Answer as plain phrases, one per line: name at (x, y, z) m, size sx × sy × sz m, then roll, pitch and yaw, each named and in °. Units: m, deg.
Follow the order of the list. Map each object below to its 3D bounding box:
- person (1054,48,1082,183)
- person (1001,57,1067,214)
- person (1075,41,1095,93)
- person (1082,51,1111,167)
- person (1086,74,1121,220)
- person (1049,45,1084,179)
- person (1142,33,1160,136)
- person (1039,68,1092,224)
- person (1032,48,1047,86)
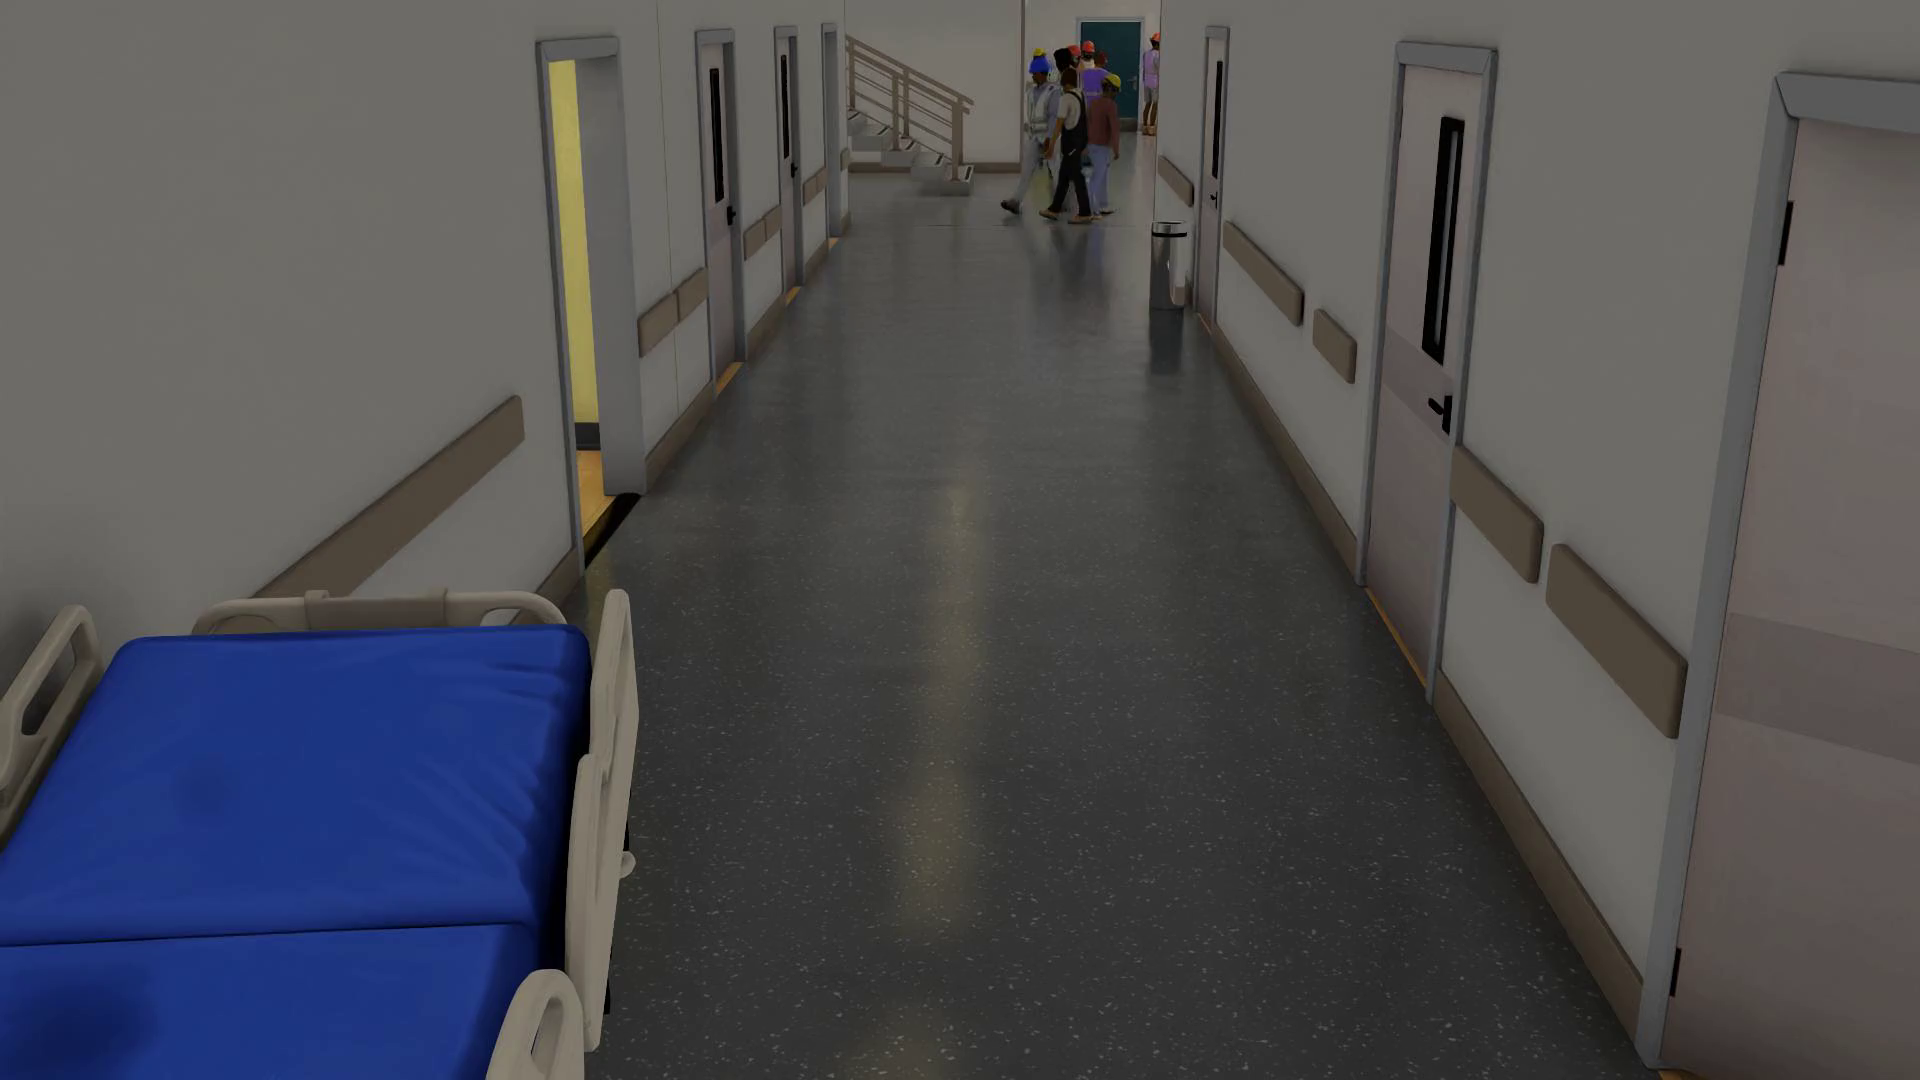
person at (1.585, -6.272, 24.580) m, size 0.474 × 1.937 × 0.629 m, roll -5°, pitch 18°, yaw -14°
person at (0.974, -5.002, 20.646) m, size 0.993 × 1.893 × 0.604 m, roll -16°, pitch 24°, yaw -41°
person at (2.336, -8.212, 30.695) m, size 0.542 × 1.928 × 0.399 m, roll -4°, pitch 18°, yaw -14°
person at (2.202, -6.979, 26.963) m, size 0.566 × 1.838 × 0.379 m, roll 15°, pitch 23°, yaw 40°
person at (1.757, -4.796, 20.318) m, size 0.791 × 1.699 × 0.609 m, roll -10°, pitch 20°, yaw -29°
person at (1.627, -6.424, 25.039) m, size 0.665 × 1.957 × 0.703 m, roll -4°, pitch 18°, yaw -12°
person at (3.950, -9.236, 33.750) m, size 0.409 × 2.028 × 0.618 m, roll -11°, pitch 21°, yaw -31°
person at (1.267, -4.693, 19.839) m, size 0.864 × 1.791 × 0.542 m, roll 9°, pitch 20°, yaw 26°
person at (1.534, -8.671, 32.392) m, size 0.310 × 1.768 × 0.533 m, roll 7°, pitch 19°, yaw 22°
